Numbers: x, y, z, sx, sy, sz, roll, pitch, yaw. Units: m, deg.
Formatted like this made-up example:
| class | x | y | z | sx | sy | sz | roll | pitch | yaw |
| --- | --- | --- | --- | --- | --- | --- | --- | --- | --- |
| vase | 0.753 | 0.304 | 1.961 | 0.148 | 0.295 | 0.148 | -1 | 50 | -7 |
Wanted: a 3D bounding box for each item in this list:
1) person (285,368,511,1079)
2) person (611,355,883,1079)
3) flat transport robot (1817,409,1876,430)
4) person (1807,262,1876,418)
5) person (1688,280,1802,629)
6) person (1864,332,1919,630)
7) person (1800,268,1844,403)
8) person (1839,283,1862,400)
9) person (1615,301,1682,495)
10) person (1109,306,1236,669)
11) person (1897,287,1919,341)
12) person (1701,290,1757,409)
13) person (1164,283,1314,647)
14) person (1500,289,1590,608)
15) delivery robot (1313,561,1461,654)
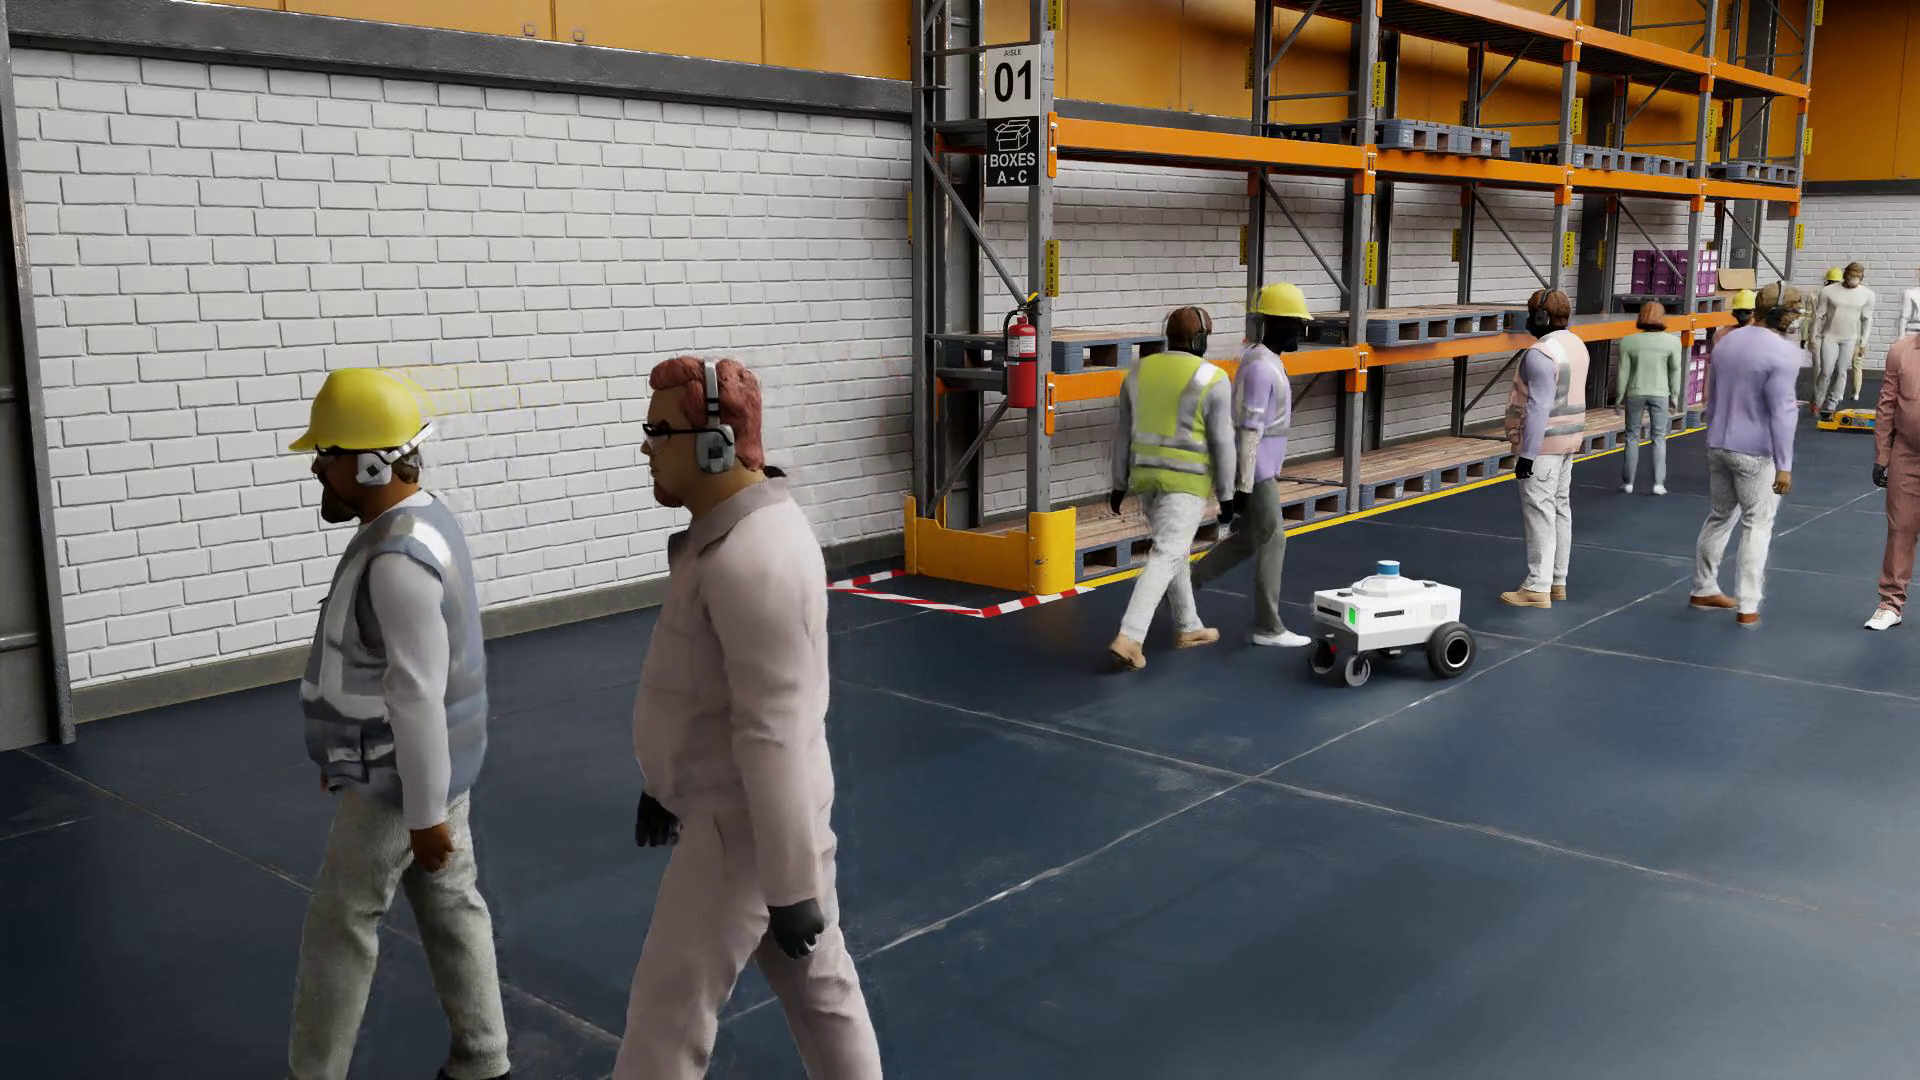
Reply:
| class | x | y | z | sx | sy | sz | roll | pitch | yaw |
| --- | --- | --- | --- | --- | --- | --- | --- | --- | --- |
| person | -1.420 | 0.517 | 3.818 | 0.748 | 1.807 | 0.602 | -2 | 10 | -11 |
| person | -0.548 | 0.569 | 3.350 | 0.954 | 1.865 | 0.652 | 0 | 10 | -3 |
| flat transport robot | 10.501 | -1.330 | 18.688 | 1.431 | 0.197 | 0.652 | 8 | 13 | 40 |
| person | 10.666 | -2.398 | 20.141 | 0.681 | 1.900 | 0.540 | 3 | 10 | 18 |
| person | 4.359 | -0.477 | 9.202 | 0.411 | 1.911 | 0.703 | -2 | 10 | -14 |
| person | 5.224 | -0.427 | 8.897 | 0.642 | 1.908 | 0.407 | 8 | 13 | 40 |
| person | 11.617 | -2.716 | 22.208 | 0.615 | 1.799 | 0.819 | 1 | 10 | 6 |
| person | 12.142 | -2.718 | 22.714 | 0.498 | 1.634 | 0.279 | 0 | 10 | -1 |
| person | 5.815 | -1.199 | 14.071 | 0.507 | 1.631 | 0.267 | 4 | 11 | 21 |
| person | 1.033 | -0.272 | 8.344 | 0.950 | 1.802 | 0.646 | -9 | 14 | -43 |
| person | 12.348 | -2.607 | 21.452 | 0.588 | 1.860 | 0.734 | 1 | 10 | 7 |
| person | 6.578 | -1.245 | 14.075 | 0.542 | 1.713 | 0.921 | 8 | 13 | 37 |
| person | 1.456 | -0.387 | 8.668 | 0.725 | 1.905 | 0.600 | 1 | 10 | 8 |
| person | 3.385 | -0.531 | 9.671 | 0.429 | 1.842 | 0.632 | 8 | 13 | 39 |
| delivery robot | 2.073 | 0.344 | 8.084 | 0.707 | 0.478 | 0.477 | -5 | 11 | -25 |
